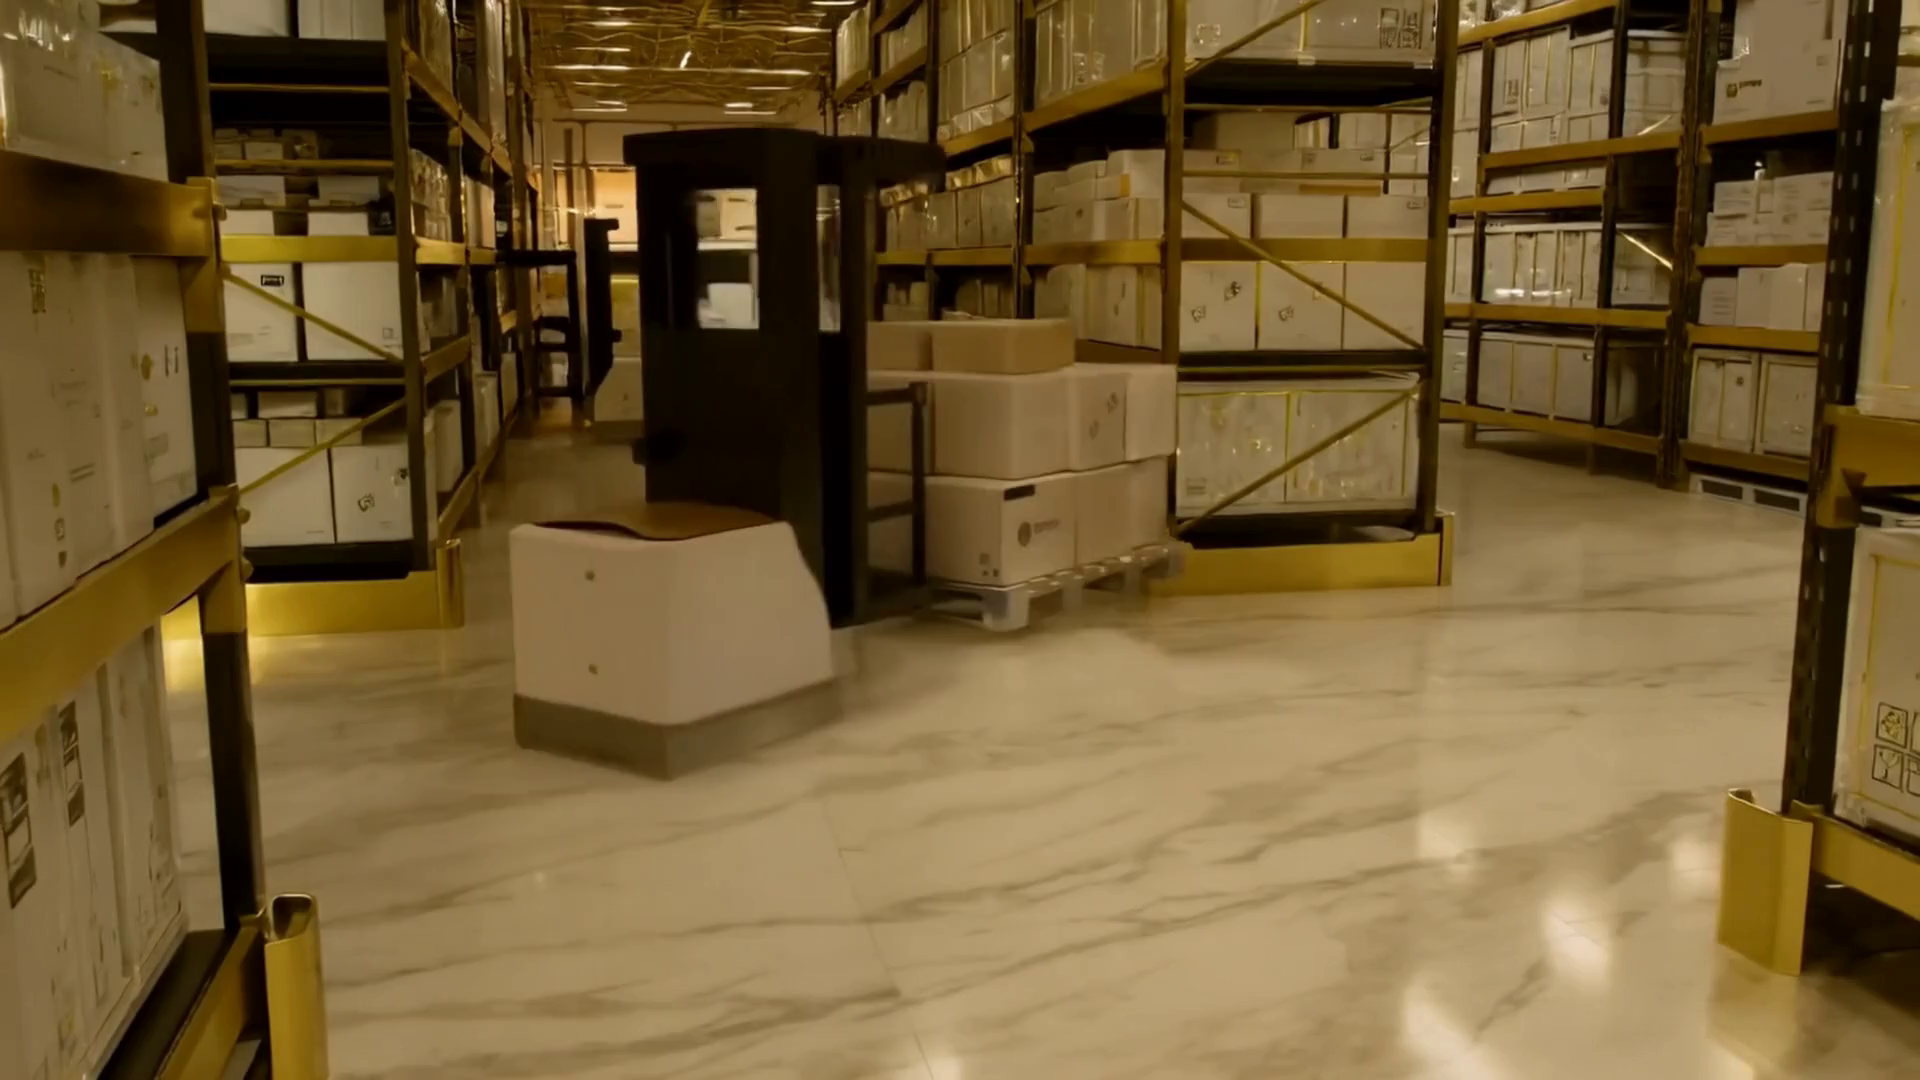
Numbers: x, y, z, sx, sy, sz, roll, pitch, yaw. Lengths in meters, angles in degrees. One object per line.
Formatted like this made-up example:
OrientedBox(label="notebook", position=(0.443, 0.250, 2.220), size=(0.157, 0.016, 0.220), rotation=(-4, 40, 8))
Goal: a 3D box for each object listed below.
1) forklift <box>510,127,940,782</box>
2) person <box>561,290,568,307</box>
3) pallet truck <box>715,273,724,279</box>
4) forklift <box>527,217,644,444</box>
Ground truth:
OrientedBox(label="forklift", position=(-1.090, -0.481, 7.753), size=(1.129, 2.768, 1.873), rotation=(6, 11, 34))
OrientedBox(label="person", position=(-10.282, -5.775, 43.856), size=(0.566, 1.619, 0.529), rotation=(2, 10, 13))
OrientedBox(label="pallet truck", position=(-8.580, -8.986, 62.280), size=(1.885, 1.965, 0.823), rotation=(1, 9, 5))
OrientedBox(label="forklift", position=(-4.533, -2.656, 21.010), size=(1.873, 2.768, 1.129), rotation=(-2, 10, -12))
